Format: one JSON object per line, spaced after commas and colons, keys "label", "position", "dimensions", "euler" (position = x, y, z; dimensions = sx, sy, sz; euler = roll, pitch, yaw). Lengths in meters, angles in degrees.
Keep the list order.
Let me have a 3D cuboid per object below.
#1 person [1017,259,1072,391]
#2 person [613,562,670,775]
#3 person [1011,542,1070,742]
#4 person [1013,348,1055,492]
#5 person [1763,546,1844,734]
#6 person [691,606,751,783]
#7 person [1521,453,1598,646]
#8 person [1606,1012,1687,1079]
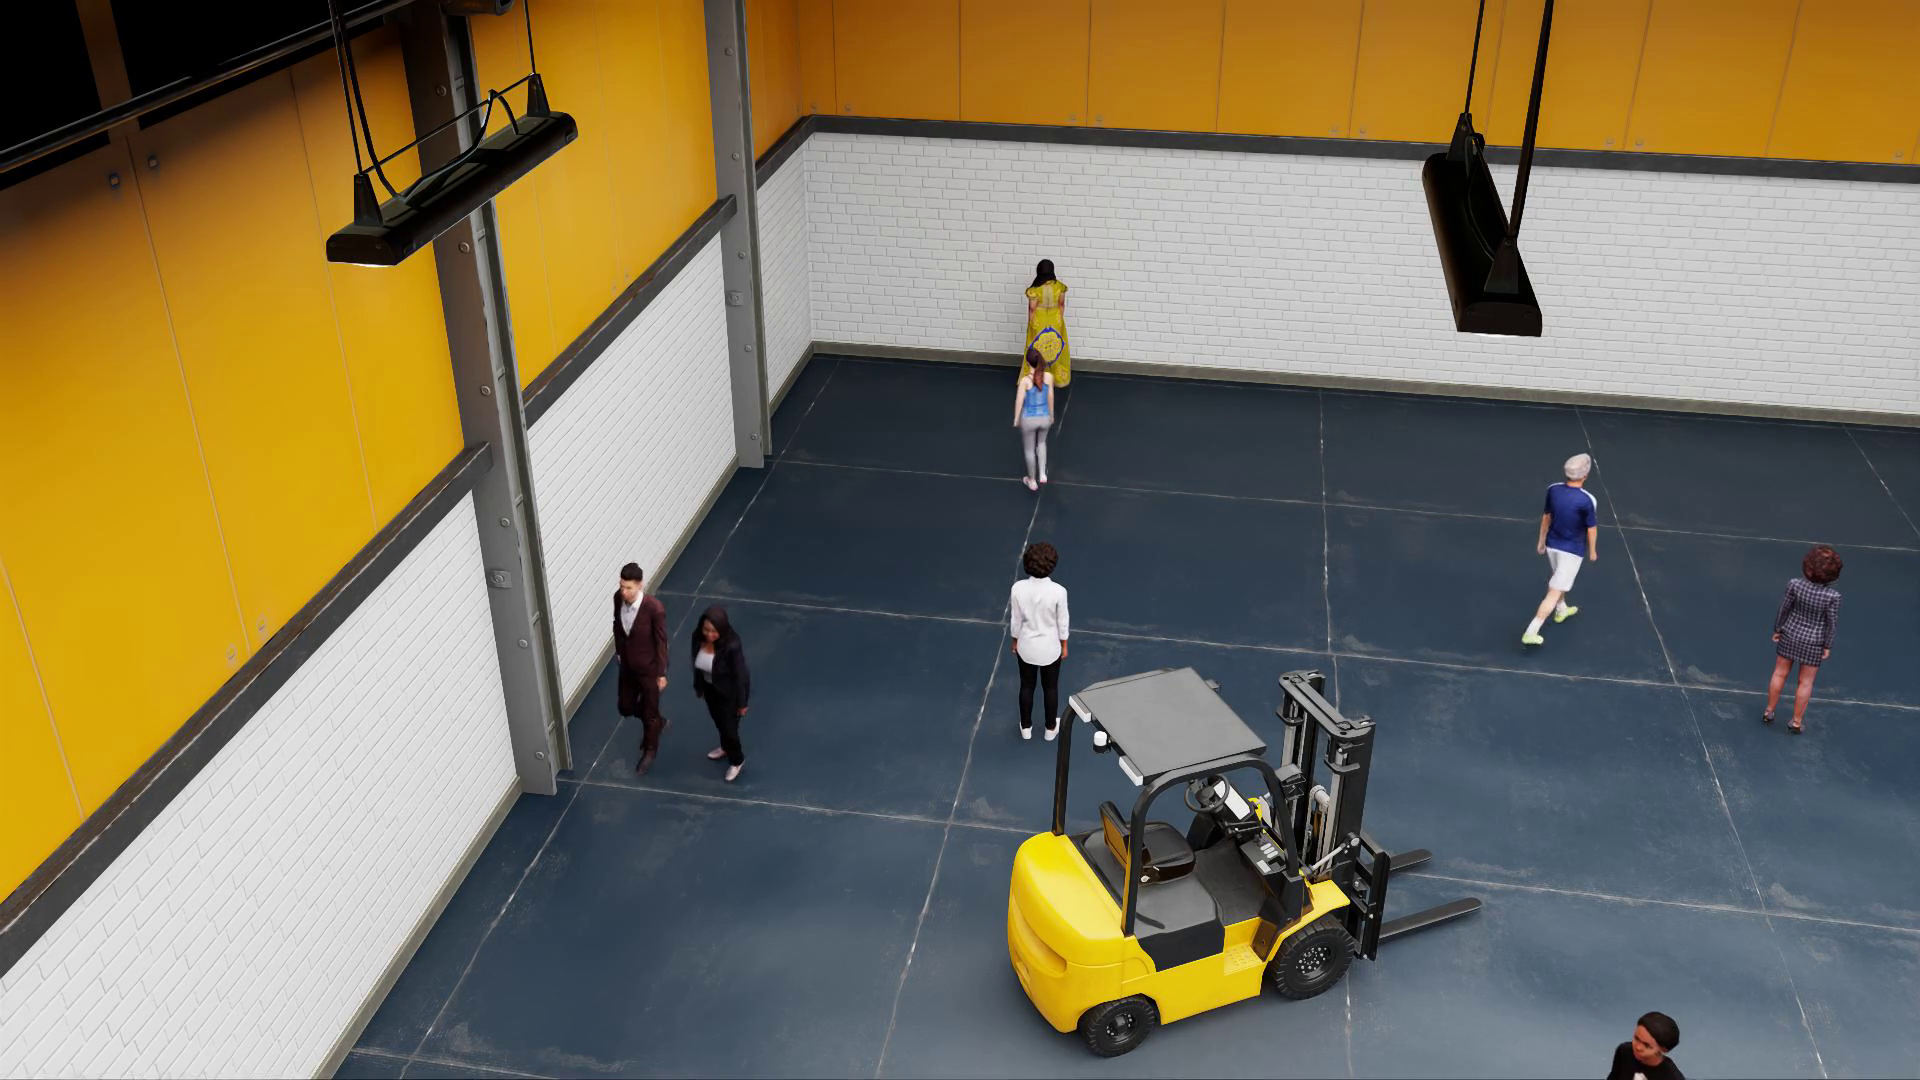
{"label": "person", "position": [1.022, -2.574, 19.941], "dimensions": [0.992, 1.660, 0.994], "euler": [-10, 30, -18]}
{"label": "person", "position": [-2.493, 0.953, 13.278], "dimensions": [0.840, 1.850, 0.906], "euler": [14, 32, 24]}
{"label": "person", "position": [0.648, 0.829, 13.547], "dimensions": [0.621, 1.810, 0.559], "euler": [5, 29, 10]}
{"label": "person", "position": [0.820, -1.248, 17.569], "dimensions": [0.691, 1.604, 0.726], "euler": [-11, 30, -19]}
{"label": "person", "position": [6.914, 0.835, 13.651], "dimensions": [0.700, 1.700, 0.725], "euler": [25, 38, 38]}
{"label": "person", "position": [-1.825, 1.172, 13.156], "dimensions": [0.817, 1.581, 0.834], "euler": [22, 35, 34]}
{"label": "person", "position": [5.361, 0.119, 14.859], "dimensions": [1.203, 1.799, 1.162], "euler": [-18, 33, -29]}
{"label": "person", "position": [3.796, 3.258, 9.247], "dimensions": [1.006, 1.663, 0.921], "euler": [-21, 35, -33]}
